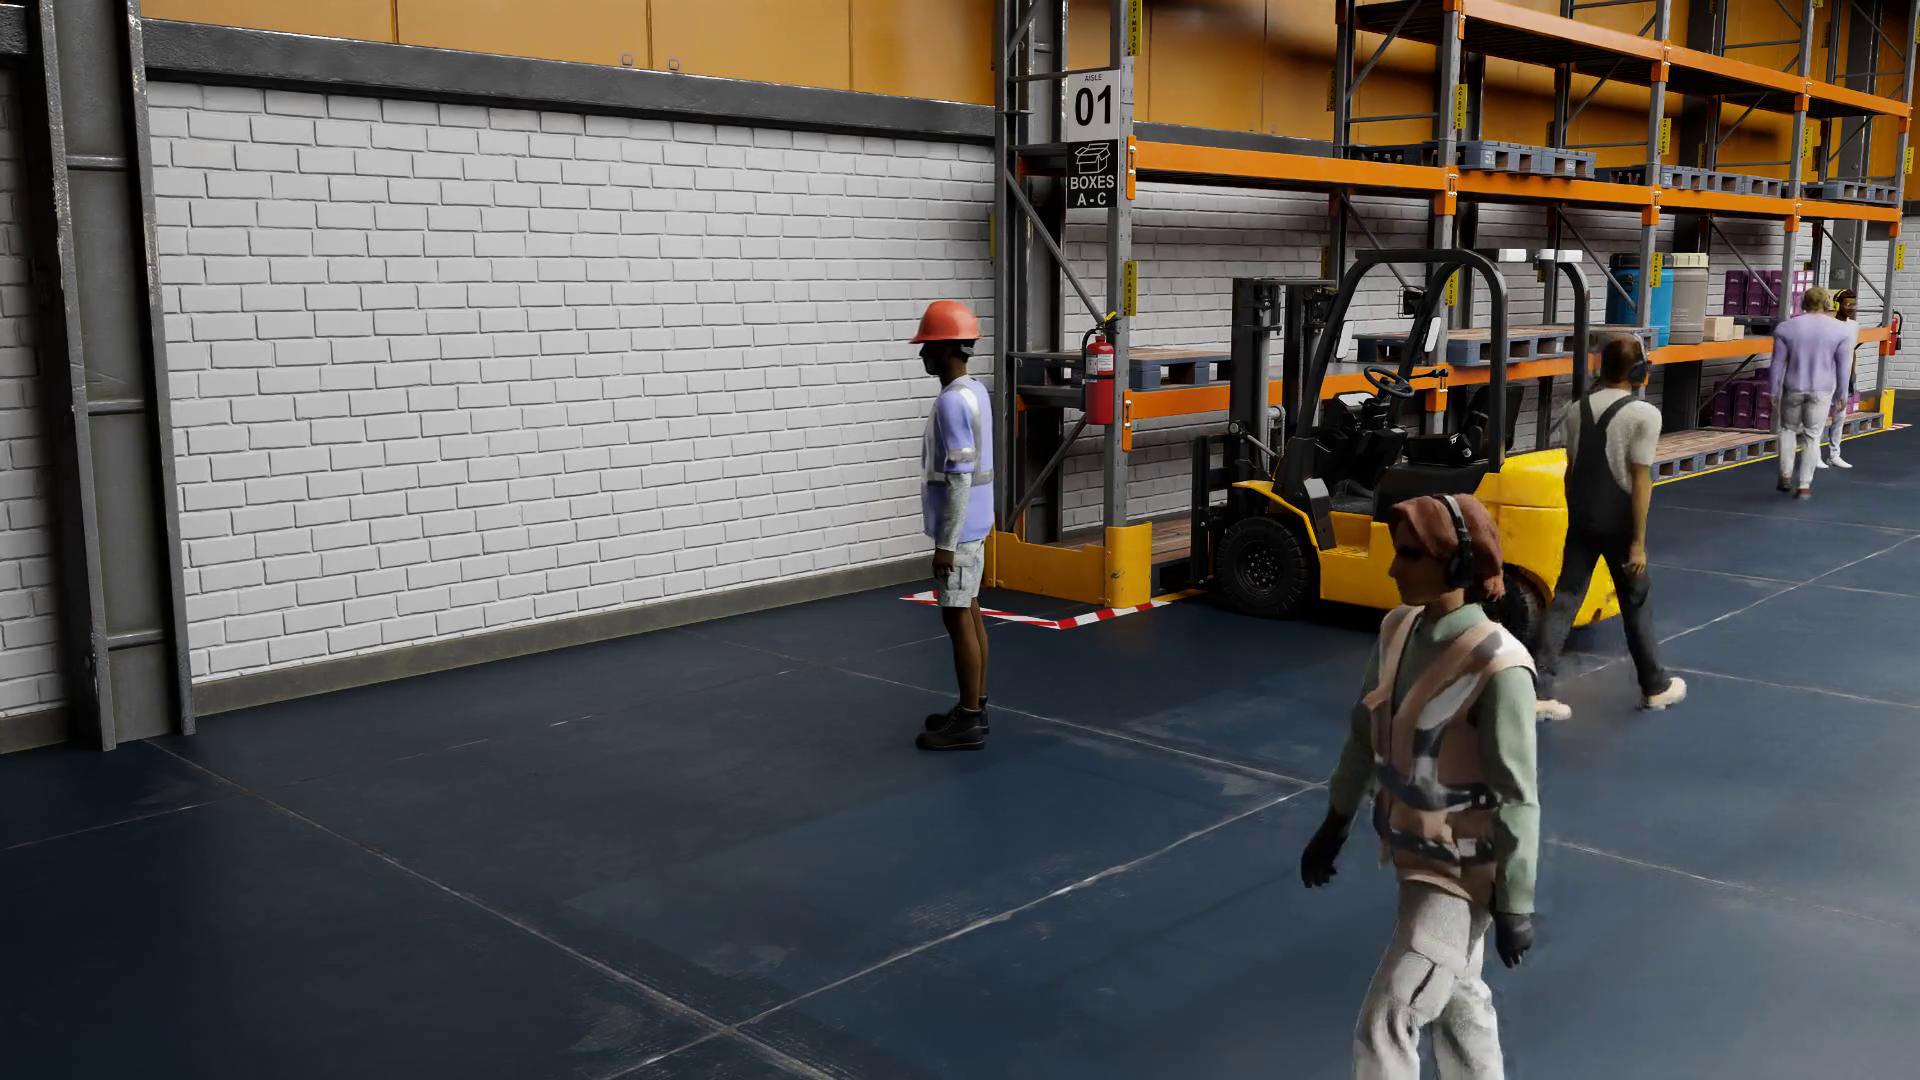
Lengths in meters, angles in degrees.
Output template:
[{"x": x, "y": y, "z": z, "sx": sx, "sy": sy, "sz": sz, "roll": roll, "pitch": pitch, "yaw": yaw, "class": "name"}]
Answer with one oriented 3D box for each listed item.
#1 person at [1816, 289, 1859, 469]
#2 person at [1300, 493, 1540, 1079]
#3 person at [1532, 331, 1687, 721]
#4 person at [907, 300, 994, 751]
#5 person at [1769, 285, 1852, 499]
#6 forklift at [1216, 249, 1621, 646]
[{"x": 9.107, "y": -1.666, "z": 17.285, "sx": 0.514, "sy": 1.862, "sz": 0.325, "roll": -3, "pitch": 10, "yaw": -16, "class": "person"}, {"x": 0.915, "y": 0.706, "z": 3.479, "sx": 0.678, "sy": 1.613, "sz": 0.517, "roll": -1, "pitch": 9, "yaw": -7, "class": "person"}, {"x": 2.979, "y": -0.058, "z": 7.644, "sx": 0.989, "sy": 1.790, "sz": 0.542, "roll": -5, "pitch": 11, "yaw": -30, "class": "person"}, {"x": -0.043, "y": -0.057, "z": 7.180, "sx": 0.371, "sy": 1.935, "sz": 0.551, "roll": 2, "pitch": 9, "yaw": 9, "class": "person"}, {"x": 7.681, "y": -1.334, "z": 15.051, "sx": 0.646, "sy": 1.919, "sz": 0.569, "roll": 5, "pitch": 11, "yaw": 30, "class": "person"}, {"x": 2.710, "y": -0.584, "z": 9.626, "sx": 2.313, "sy": 2.155, "sz": 1.214, "roll": 9, "pitch": 13, "yaw": 43, "class": "forklift"}]
